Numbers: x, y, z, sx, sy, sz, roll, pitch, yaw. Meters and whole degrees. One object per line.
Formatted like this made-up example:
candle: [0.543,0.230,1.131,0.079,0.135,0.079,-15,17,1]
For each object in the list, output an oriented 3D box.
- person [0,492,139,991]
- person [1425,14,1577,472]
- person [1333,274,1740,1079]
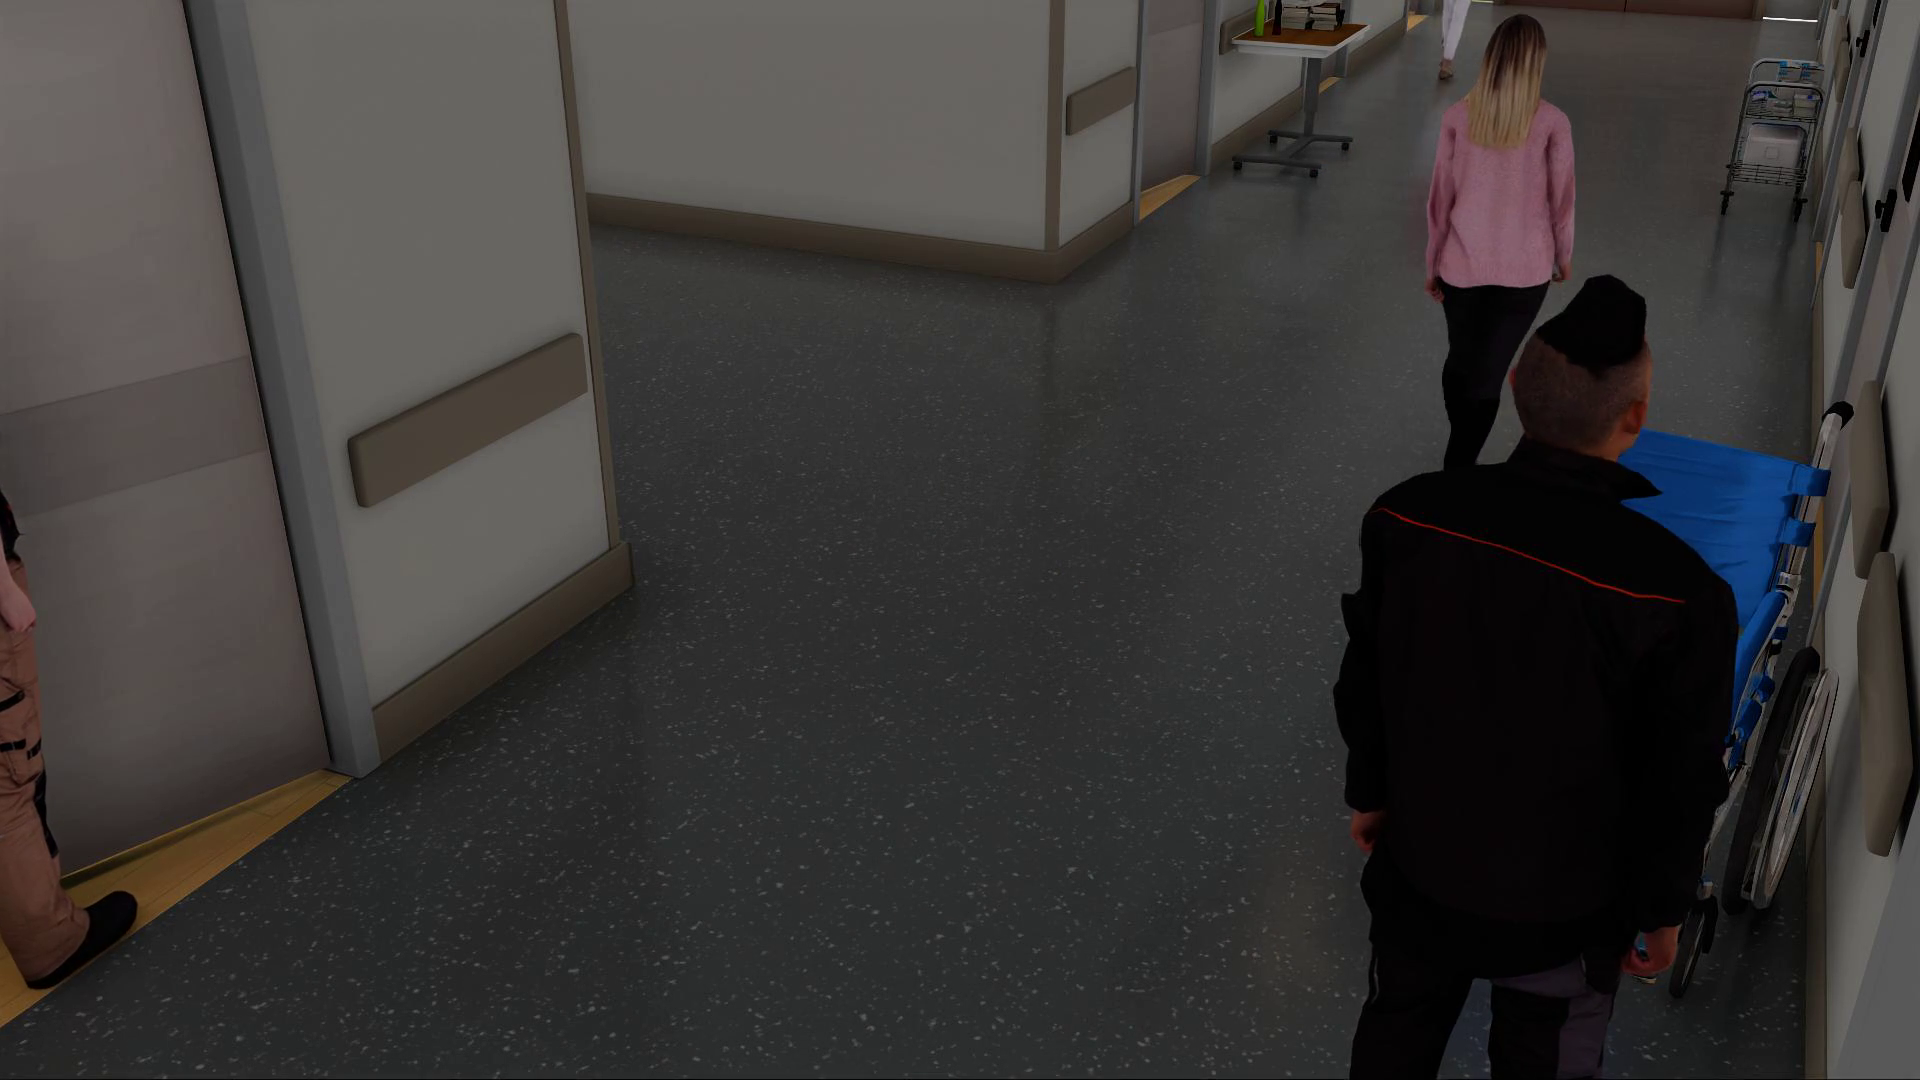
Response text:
person: [-2.151,0.087,3.401,0.681,1.840,0.596,9,27,19]
person: [1.779,-0.878,5.614,0.730,1.656,1.004,17,31,32]
person: [0.857,0.466,2.592,0.833,1.861,0.739,22,33,38]
